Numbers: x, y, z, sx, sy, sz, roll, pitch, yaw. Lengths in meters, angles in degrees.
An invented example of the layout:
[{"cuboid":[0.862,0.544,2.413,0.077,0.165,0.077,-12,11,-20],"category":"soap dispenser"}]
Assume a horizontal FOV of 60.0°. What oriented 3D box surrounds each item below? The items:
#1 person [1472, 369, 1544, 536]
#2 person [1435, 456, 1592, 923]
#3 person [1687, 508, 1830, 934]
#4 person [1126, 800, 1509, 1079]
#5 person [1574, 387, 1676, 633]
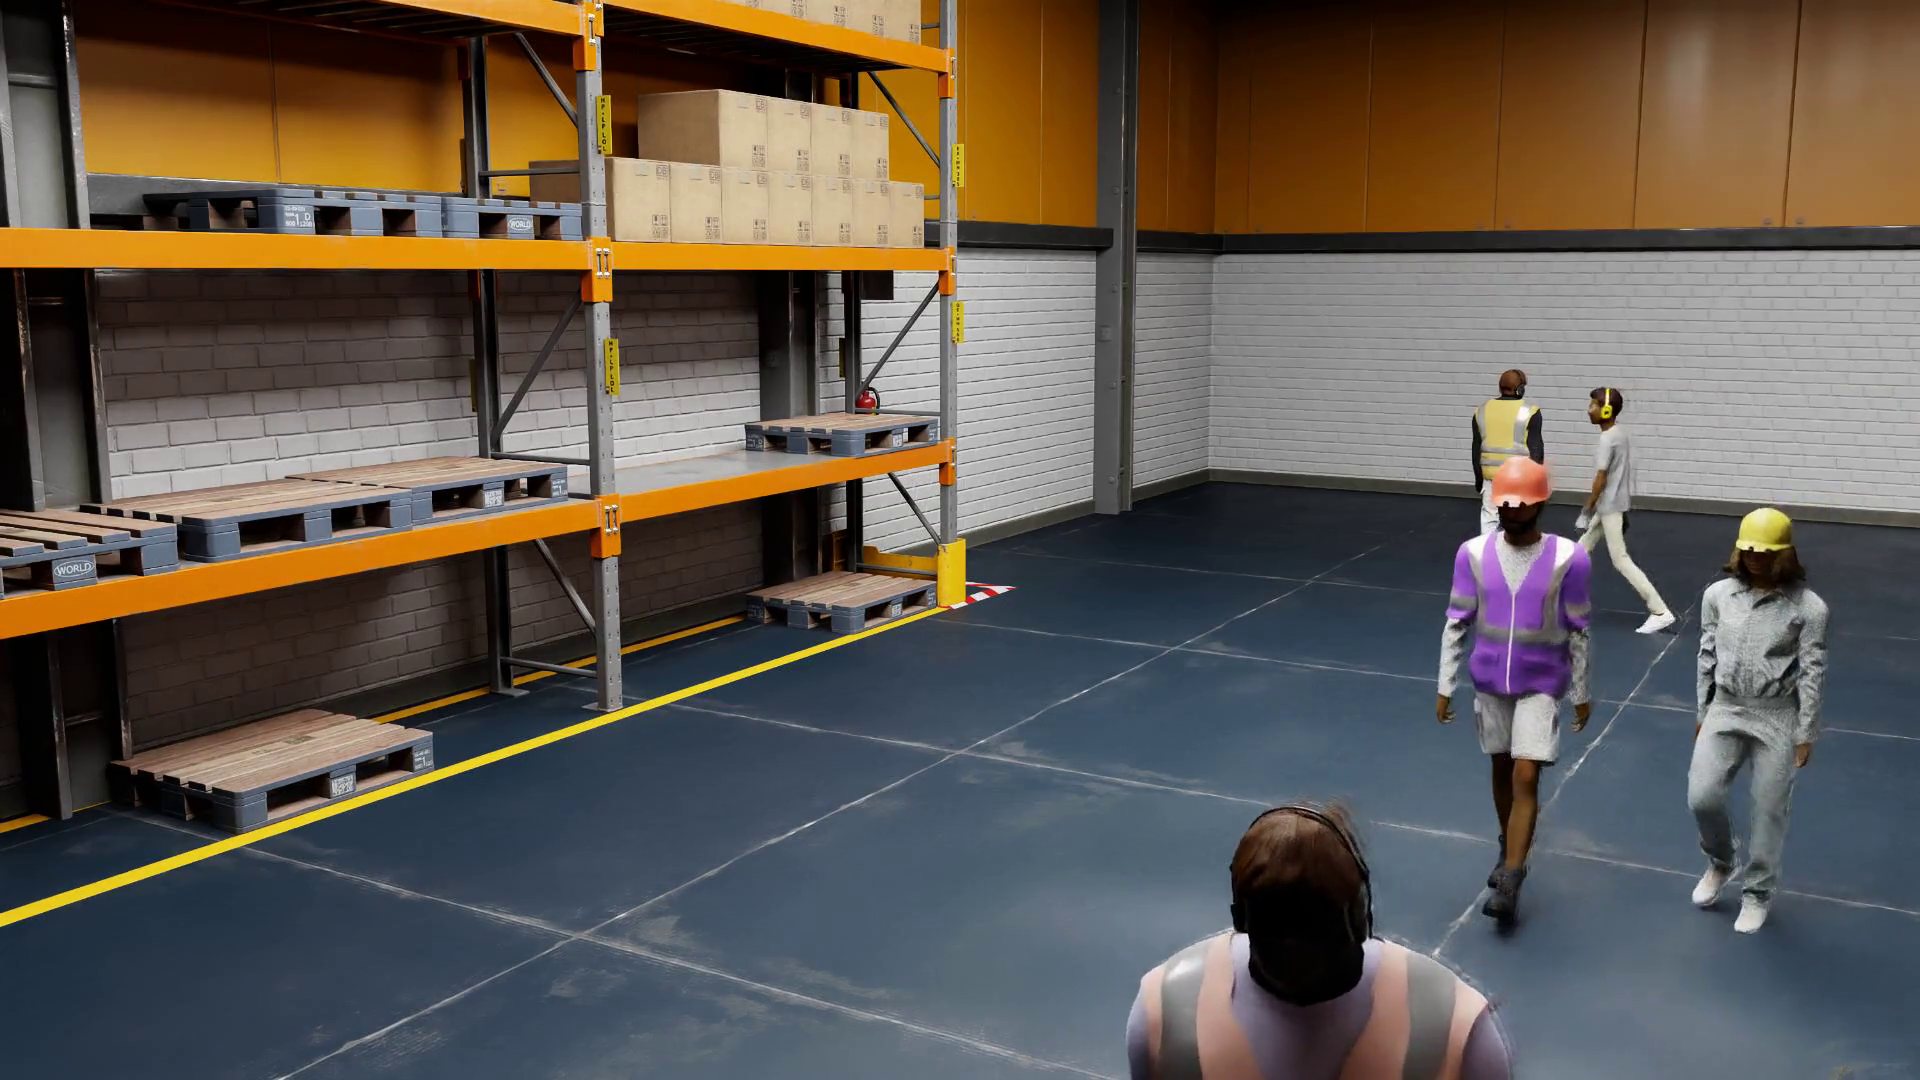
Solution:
[{"cuboid":[4.659,-0.527,14.133,0.430,1.844,0.624,-8,12,-42],"category":"person"},{"cuboid":[2.257,0.608,6.875,0.581,1.891,0.955,6,11,33],"category":"person"},{"cuboid":[3.177,0.728,6.657,0.492,1.729,0.385,8,12,41],"category":"person"},{"cuboid":[0.570,1.301,2.770,0.634,1.826,0.712,2,9,15],"category":"person"},{"cuboid":[4.837,-0.221,12.308,0.990,1.824,0.532,5,10,26],"category":"person"}]
